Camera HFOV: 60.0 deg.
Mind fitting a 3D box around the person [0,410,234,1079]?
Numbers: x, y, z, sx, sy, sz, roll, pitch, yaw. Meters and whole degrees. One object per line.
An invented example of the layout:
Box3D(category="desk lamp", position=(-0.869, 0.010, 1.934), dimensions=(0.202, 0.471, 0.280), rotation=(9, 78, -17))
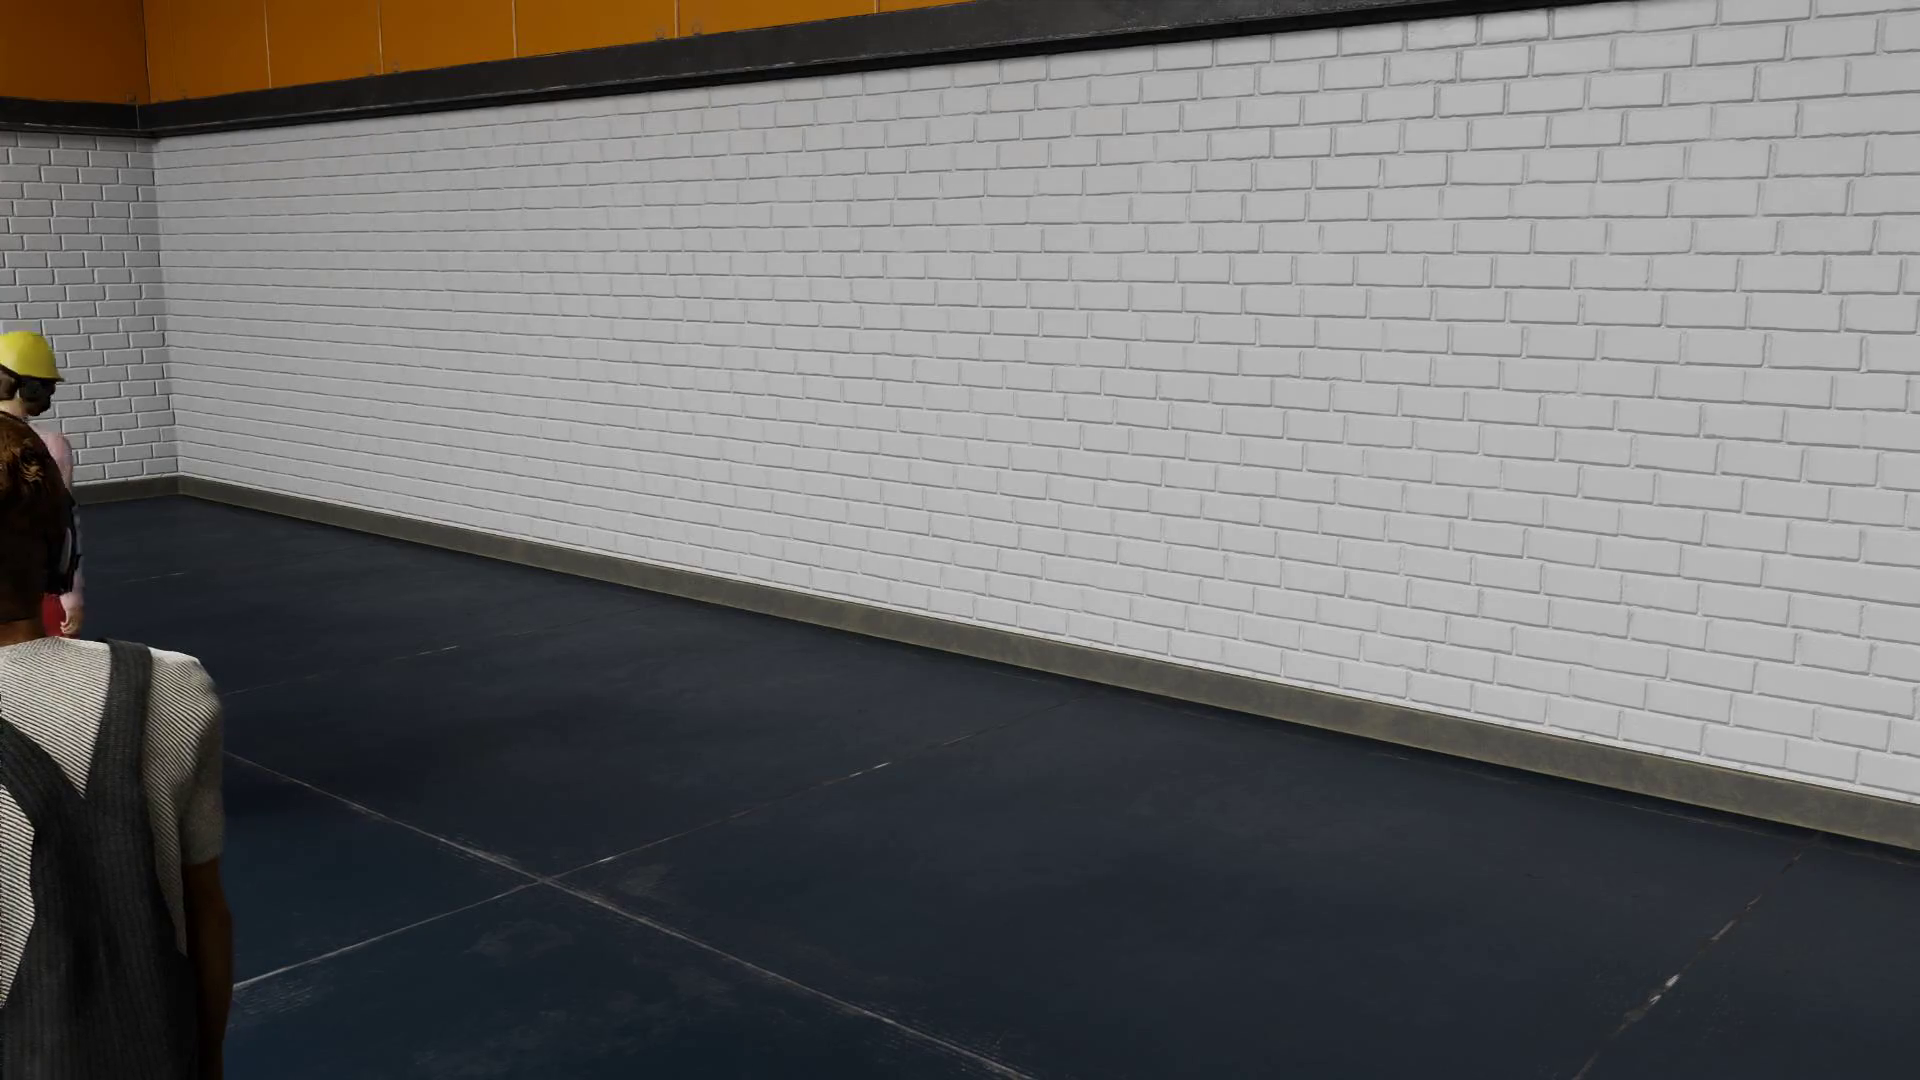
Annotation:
Box3D(category="person", position=(-1.109, 0.760, 2.021), dimensions=(0.345, 1.843, 0.504), rotation=(5, 11, 27))

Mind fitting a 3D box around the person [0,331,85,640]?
Box3D(category="person", position=(-3.228, 0.168, 5.659), dimensions=(0.543, 1.745, 0.539), rotation=(3, 11, 19))
